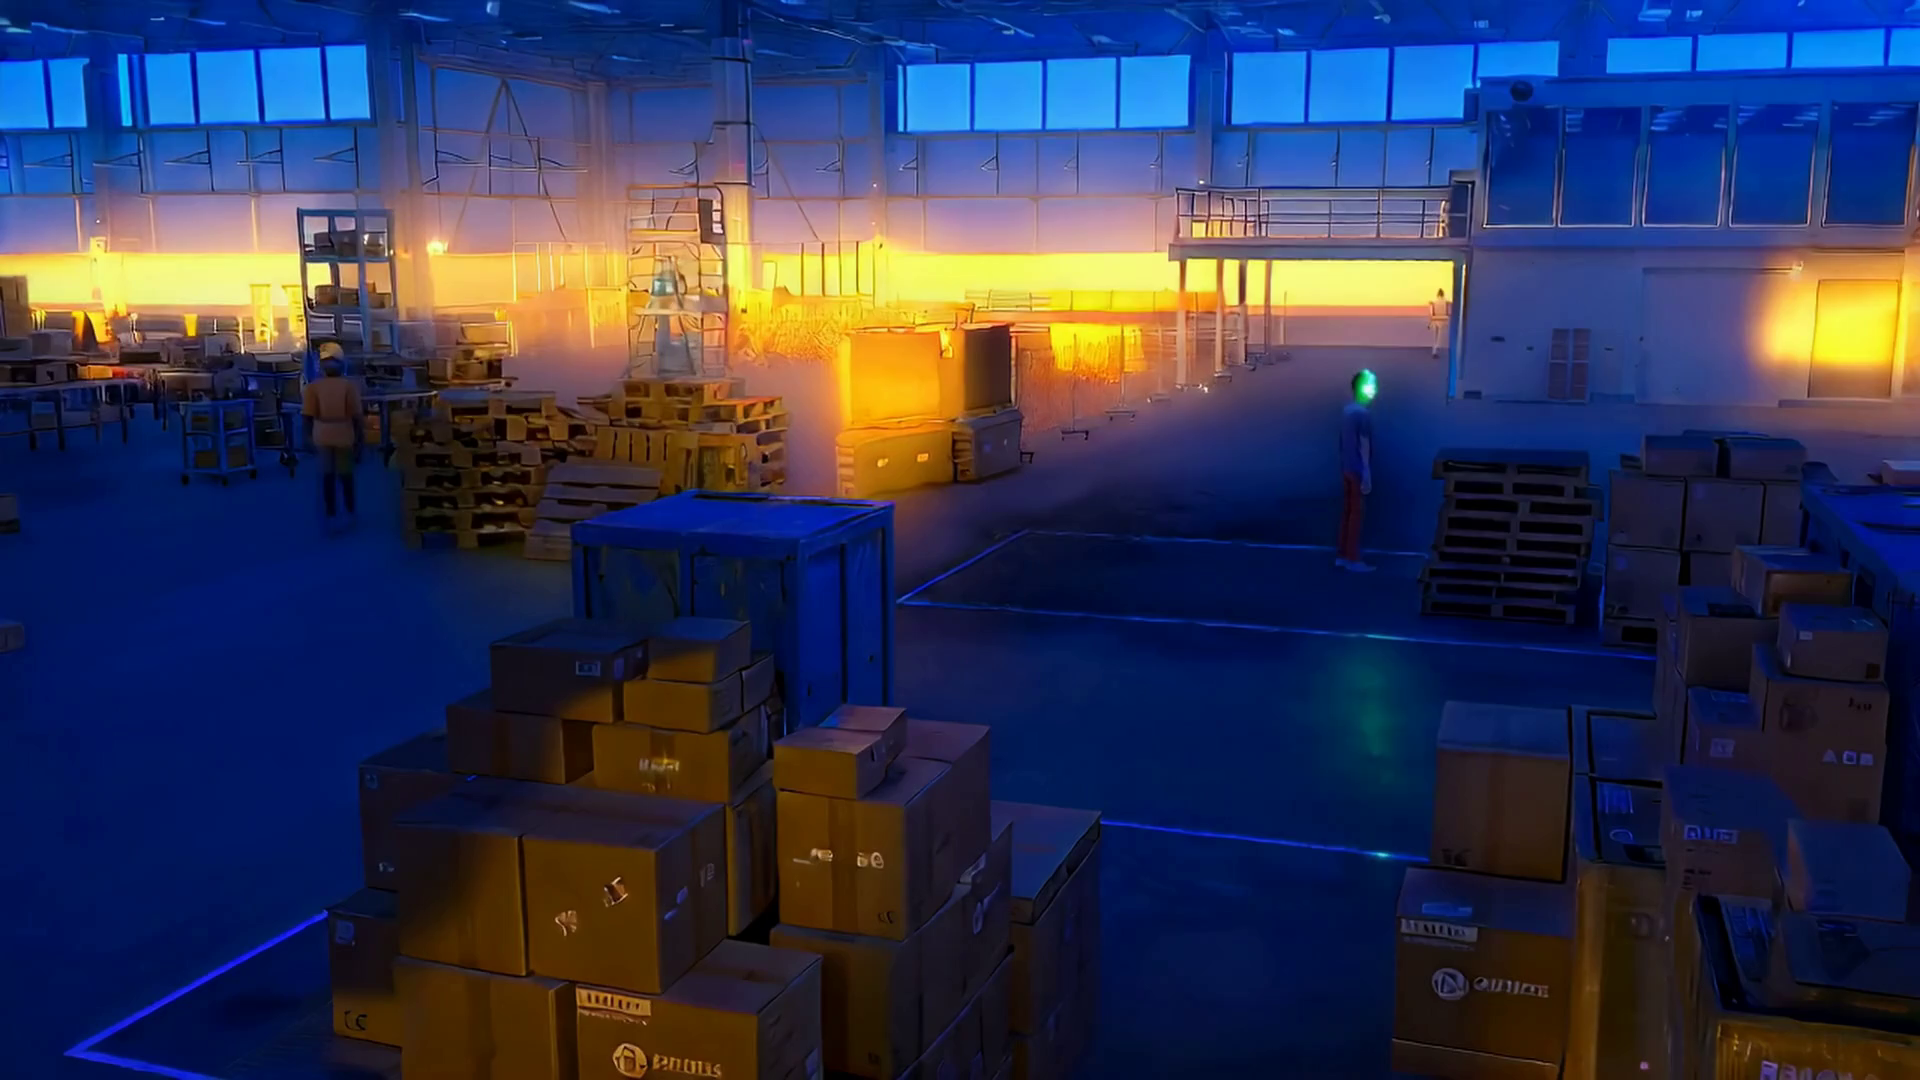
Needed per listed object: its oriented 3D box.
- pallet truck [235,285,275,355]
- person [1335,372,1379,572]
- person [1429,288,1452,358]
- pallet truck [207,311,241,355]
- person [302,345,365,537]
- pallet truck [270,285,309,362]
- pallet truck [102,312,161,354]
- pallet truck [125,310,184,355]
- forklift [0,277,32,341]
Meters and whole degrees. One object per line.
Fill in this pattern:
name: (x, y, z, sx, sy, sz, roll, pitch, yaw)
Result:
pallet truck: (-18.327, -5.835, 44.421, 0.823, 1.965, 1.885, 4, 11, 23)
person: (3.711, -0.632, 15.500, 0.329, 1.865, 0.507, -2, 10, -12)
person: (12.904, -5.826, 44.687, 0.587, 1.882, 0.341, 3, 11, 18)
pallet truck: (-19.537, -5.575, 44.913, 0.653, 1.274, 1.630, 3, 11, 19)
person: (-6.573, -1.048, 17.500, 0.619, 1.994, 1.051, -3, 11, -18)
pallet truck: (-17.147, -5.700, 43.663, 0.823, 1.965, 1.885, 3, 11, 17)
pallet truck: (-23.057, -5.777, 46.261, 0.680, 1.201, 1.601, 3, 11, 19)
pallet truck: (-22.038, -5.665, 45.457, 0.704, 1.261, 1.522, 3, 11, 17)
forklift: (-27.151, -6.329, 46.328, 1.157, 1.987, 2.680, 3, 11, 17)
